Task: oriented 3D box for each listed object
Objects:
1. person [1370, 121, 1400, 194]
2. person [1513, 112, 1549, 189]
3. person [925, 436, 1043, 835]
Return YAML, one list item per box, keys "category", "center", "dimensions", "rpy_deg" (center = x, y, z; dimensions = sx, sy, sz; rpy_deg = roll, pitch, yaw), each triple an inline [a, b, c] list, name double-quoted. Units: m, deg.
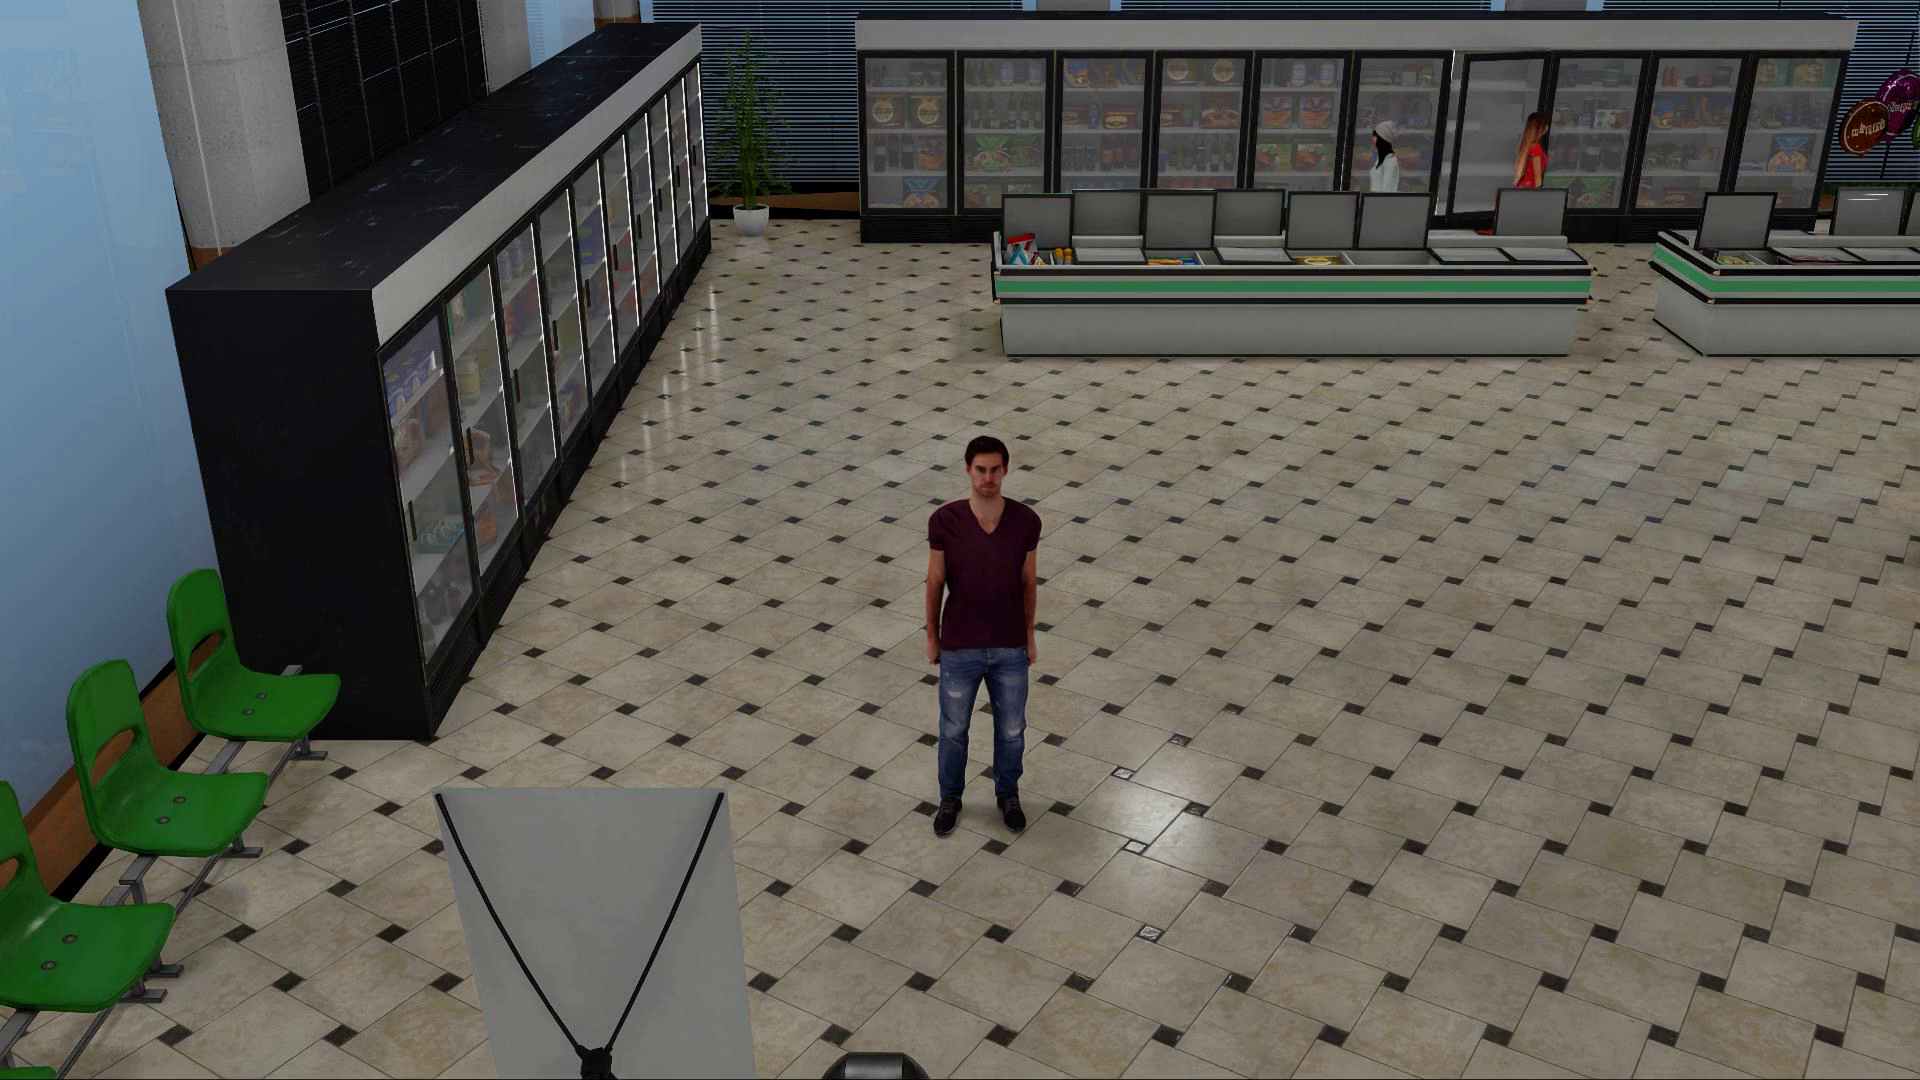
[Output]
- category: "person"
  center: [4.035, -3.091, 15.593]
  dimensions: [0.761, 1.631, 0.593]
  rpy_deg: [0, 24, 0]
- category: "person"
  center: [5.468, -3.370, 16.311]
  dimensions: [1.019, 1.566, 0.600]
  rpy_deg: [2, 24, 4]
- category: "person"
  center: [0.101, 0.414, 7.299]
  dimensions: [0.504, 1.859, 0.726]
  rpy_deg: [-2, 24, -3]
